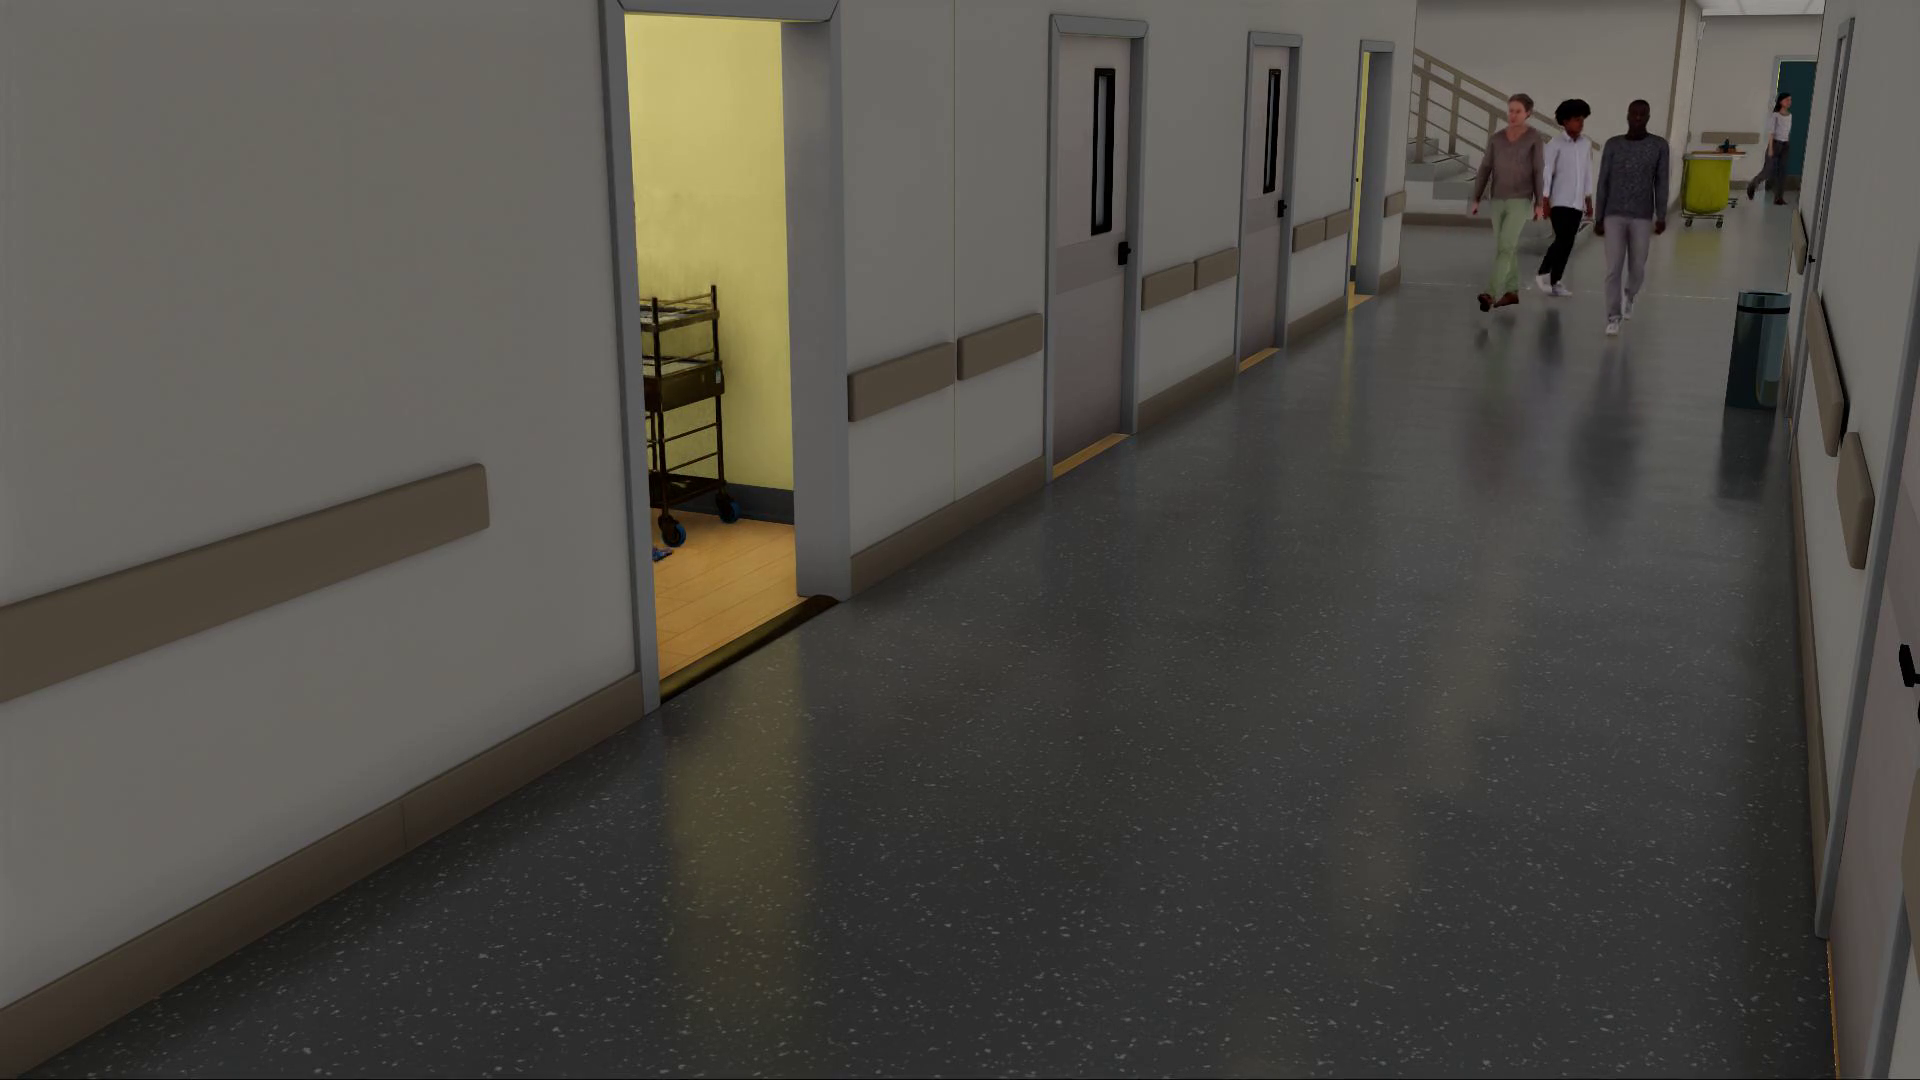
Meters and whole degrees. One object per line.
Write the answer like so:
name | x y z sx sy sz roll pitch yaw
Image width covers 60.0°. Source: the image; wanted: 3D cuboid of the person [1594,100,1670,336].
person | 5.334 -2.554 13.233 0.873 1.818 0.759 7 17 24

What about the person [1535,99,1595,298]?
person | 5.546 -3.152 15.398 0.781 1.796 0.834 -7 17 -24

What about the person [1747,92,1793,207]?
person | 12.657 -6.072 25.905 1.042 1.714 1.083 -5 17 -19

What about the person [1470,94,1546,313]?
person | 4.757 -2.839 14.262 1.295 1.809 1.045 15 21 42
